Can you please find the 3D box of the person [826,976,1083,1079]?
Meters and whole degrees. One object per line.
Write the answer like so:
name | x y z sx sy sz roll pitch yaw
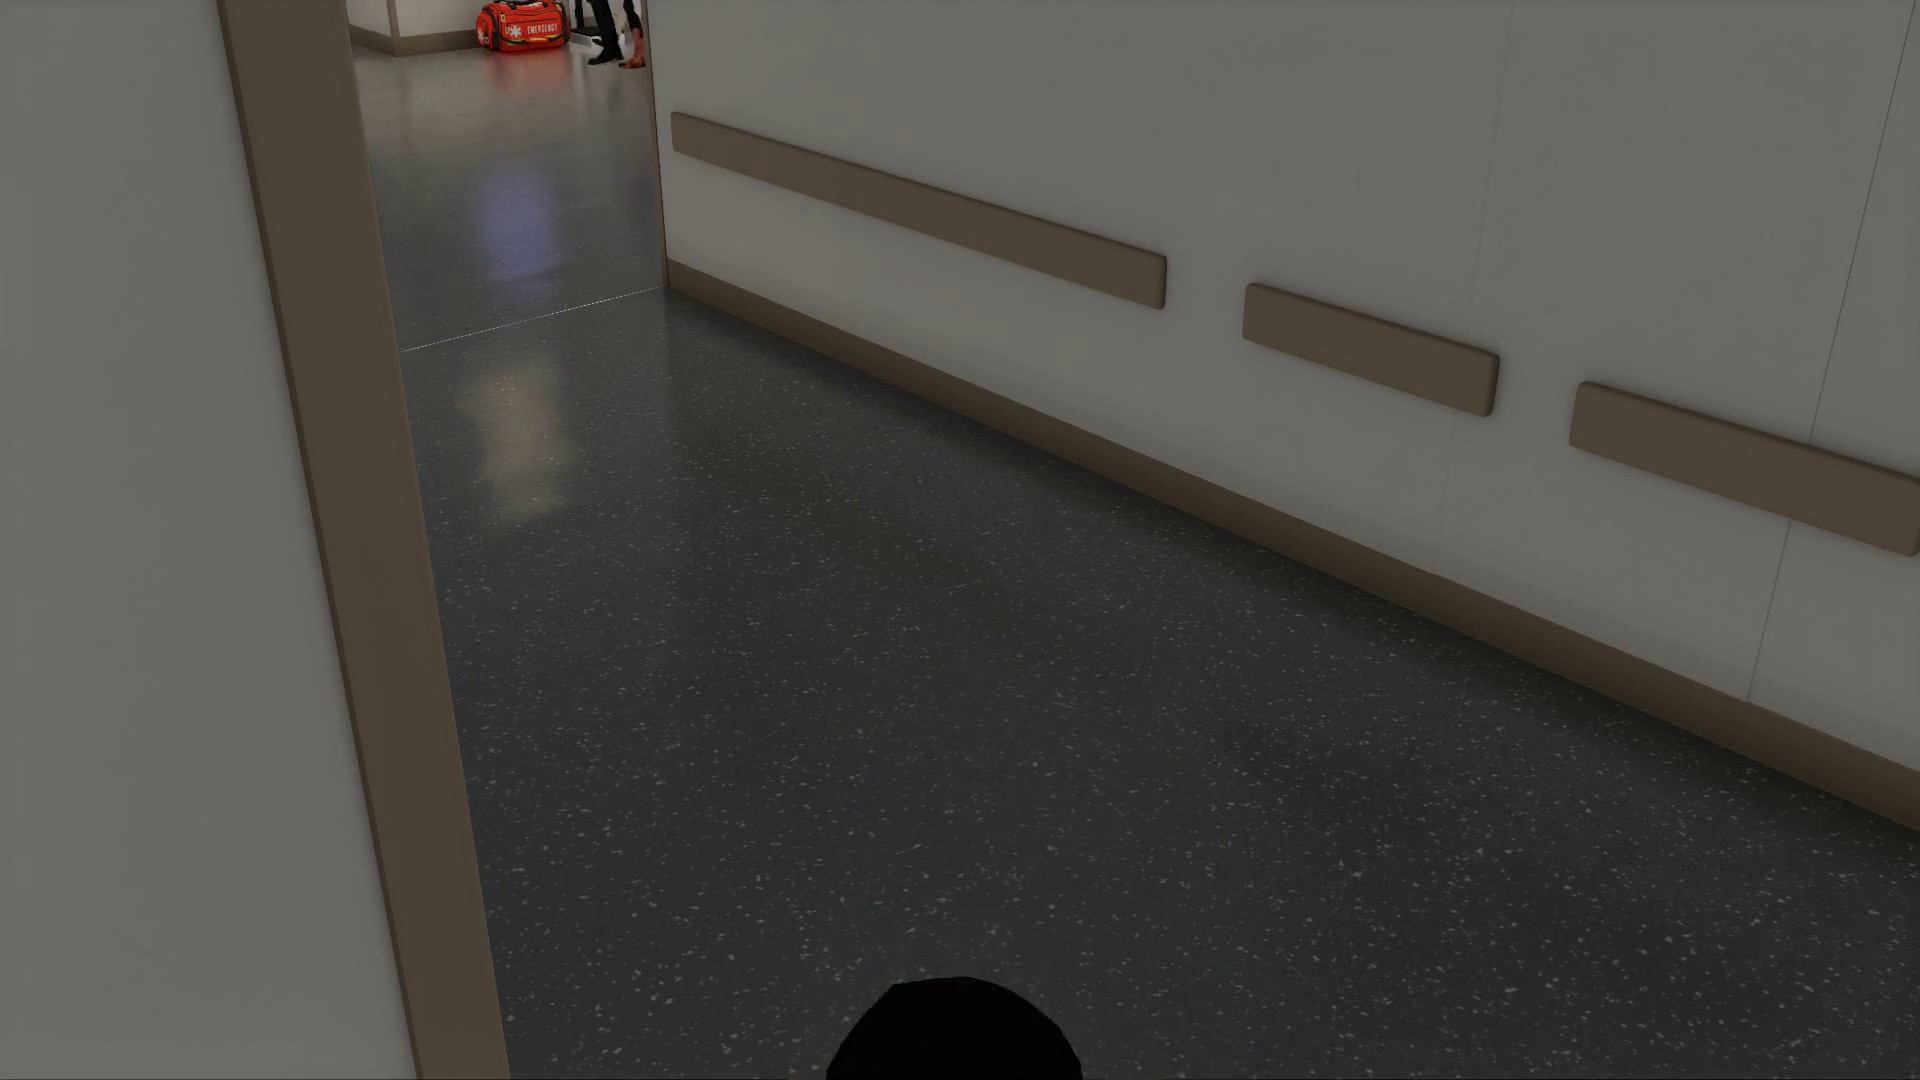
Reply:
person | 0.037 1.048 1.679 1.031 1.623 1.103 3 26 5

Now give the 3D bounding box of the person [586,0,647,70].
person | -2.701 -4.778 13.473 0.785 1.872 0.762 -14 29 -27
